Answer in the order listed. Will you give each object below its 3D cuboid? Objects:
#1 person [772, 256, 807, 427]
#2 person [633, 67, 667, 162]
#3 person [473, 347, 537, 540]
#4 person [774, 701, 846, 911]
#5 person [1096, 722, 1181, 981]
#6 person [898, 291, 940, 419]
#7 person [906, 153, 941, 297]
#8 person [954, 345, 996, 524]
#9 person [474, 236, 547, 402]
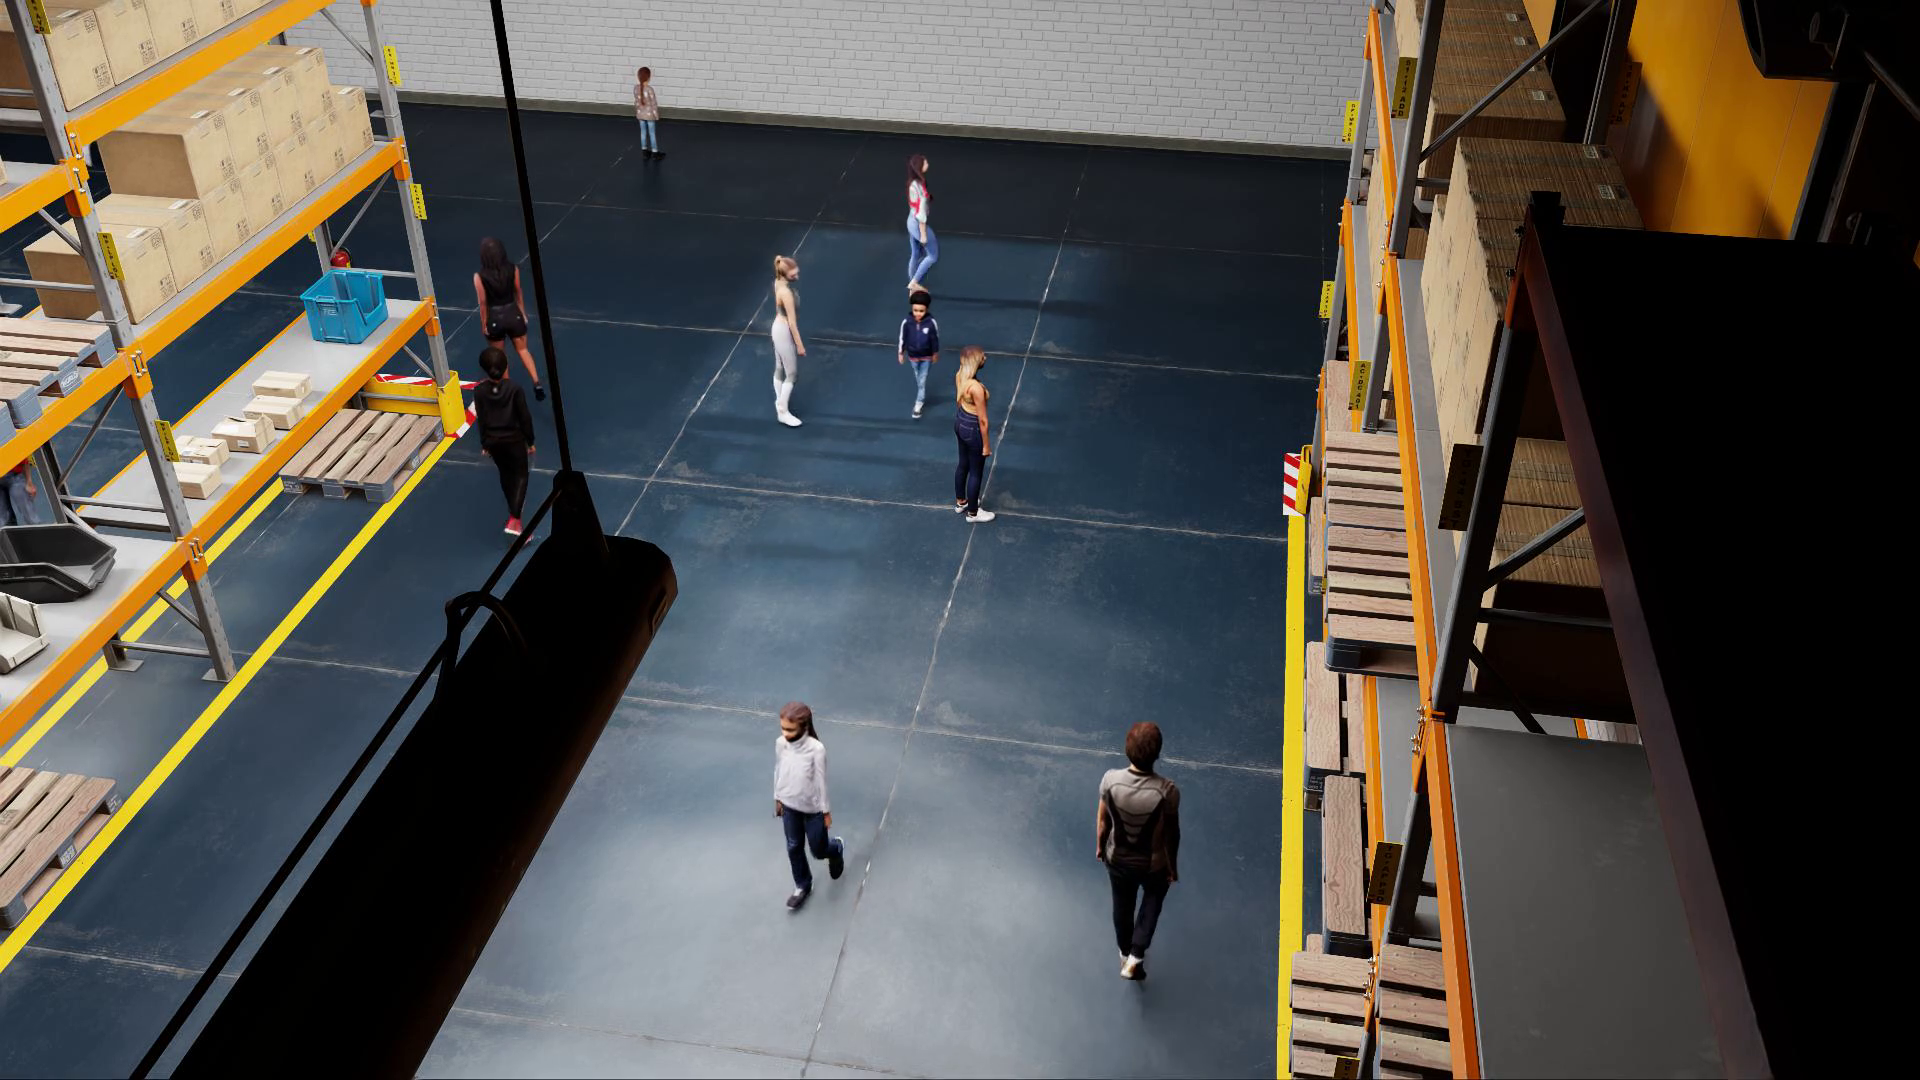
[{"bbox_3d":[-1.669,-1.911,15.537,0.857,1.679,0.680,-20,38,-27],"label":"person"},{"bbox_3d":[-4.019,-5.469,21.331,0.522,1.190,0.520,13,36,19],"label":"person"},{"bbox_3d":[-3.802,-0.772,13.857,0.713,1.641,0.980,1,34,2],"label":"person"},{"bbox_3d":[-0.932,1.596,10.377,0.651,1.549,0.810,14,36,20],"label":"person"},{"bbox_3d":[1.016,1.882,9.645,0.707,1.885,0.803,10,35,14],"label":"person"},{"bbox_3d":[-0.369,-1.815,15.829,0.556,1.195,0.824,7,34,11],"label":"person"},{"bbox_3d":[-0.515,-3.329,17.739,0.766,1.604,0.659,-8,34,-12],"label":"person"},{"bbox_3d":[0.096,-0.909,14.076,0.712,1.628,0.628,-16,37,-23],"label":"person"},{"bbox_3d":[-4.249,-2.006,15.636,0.922,1.728,0.962,-24,41,-32],"label":"person"}]
